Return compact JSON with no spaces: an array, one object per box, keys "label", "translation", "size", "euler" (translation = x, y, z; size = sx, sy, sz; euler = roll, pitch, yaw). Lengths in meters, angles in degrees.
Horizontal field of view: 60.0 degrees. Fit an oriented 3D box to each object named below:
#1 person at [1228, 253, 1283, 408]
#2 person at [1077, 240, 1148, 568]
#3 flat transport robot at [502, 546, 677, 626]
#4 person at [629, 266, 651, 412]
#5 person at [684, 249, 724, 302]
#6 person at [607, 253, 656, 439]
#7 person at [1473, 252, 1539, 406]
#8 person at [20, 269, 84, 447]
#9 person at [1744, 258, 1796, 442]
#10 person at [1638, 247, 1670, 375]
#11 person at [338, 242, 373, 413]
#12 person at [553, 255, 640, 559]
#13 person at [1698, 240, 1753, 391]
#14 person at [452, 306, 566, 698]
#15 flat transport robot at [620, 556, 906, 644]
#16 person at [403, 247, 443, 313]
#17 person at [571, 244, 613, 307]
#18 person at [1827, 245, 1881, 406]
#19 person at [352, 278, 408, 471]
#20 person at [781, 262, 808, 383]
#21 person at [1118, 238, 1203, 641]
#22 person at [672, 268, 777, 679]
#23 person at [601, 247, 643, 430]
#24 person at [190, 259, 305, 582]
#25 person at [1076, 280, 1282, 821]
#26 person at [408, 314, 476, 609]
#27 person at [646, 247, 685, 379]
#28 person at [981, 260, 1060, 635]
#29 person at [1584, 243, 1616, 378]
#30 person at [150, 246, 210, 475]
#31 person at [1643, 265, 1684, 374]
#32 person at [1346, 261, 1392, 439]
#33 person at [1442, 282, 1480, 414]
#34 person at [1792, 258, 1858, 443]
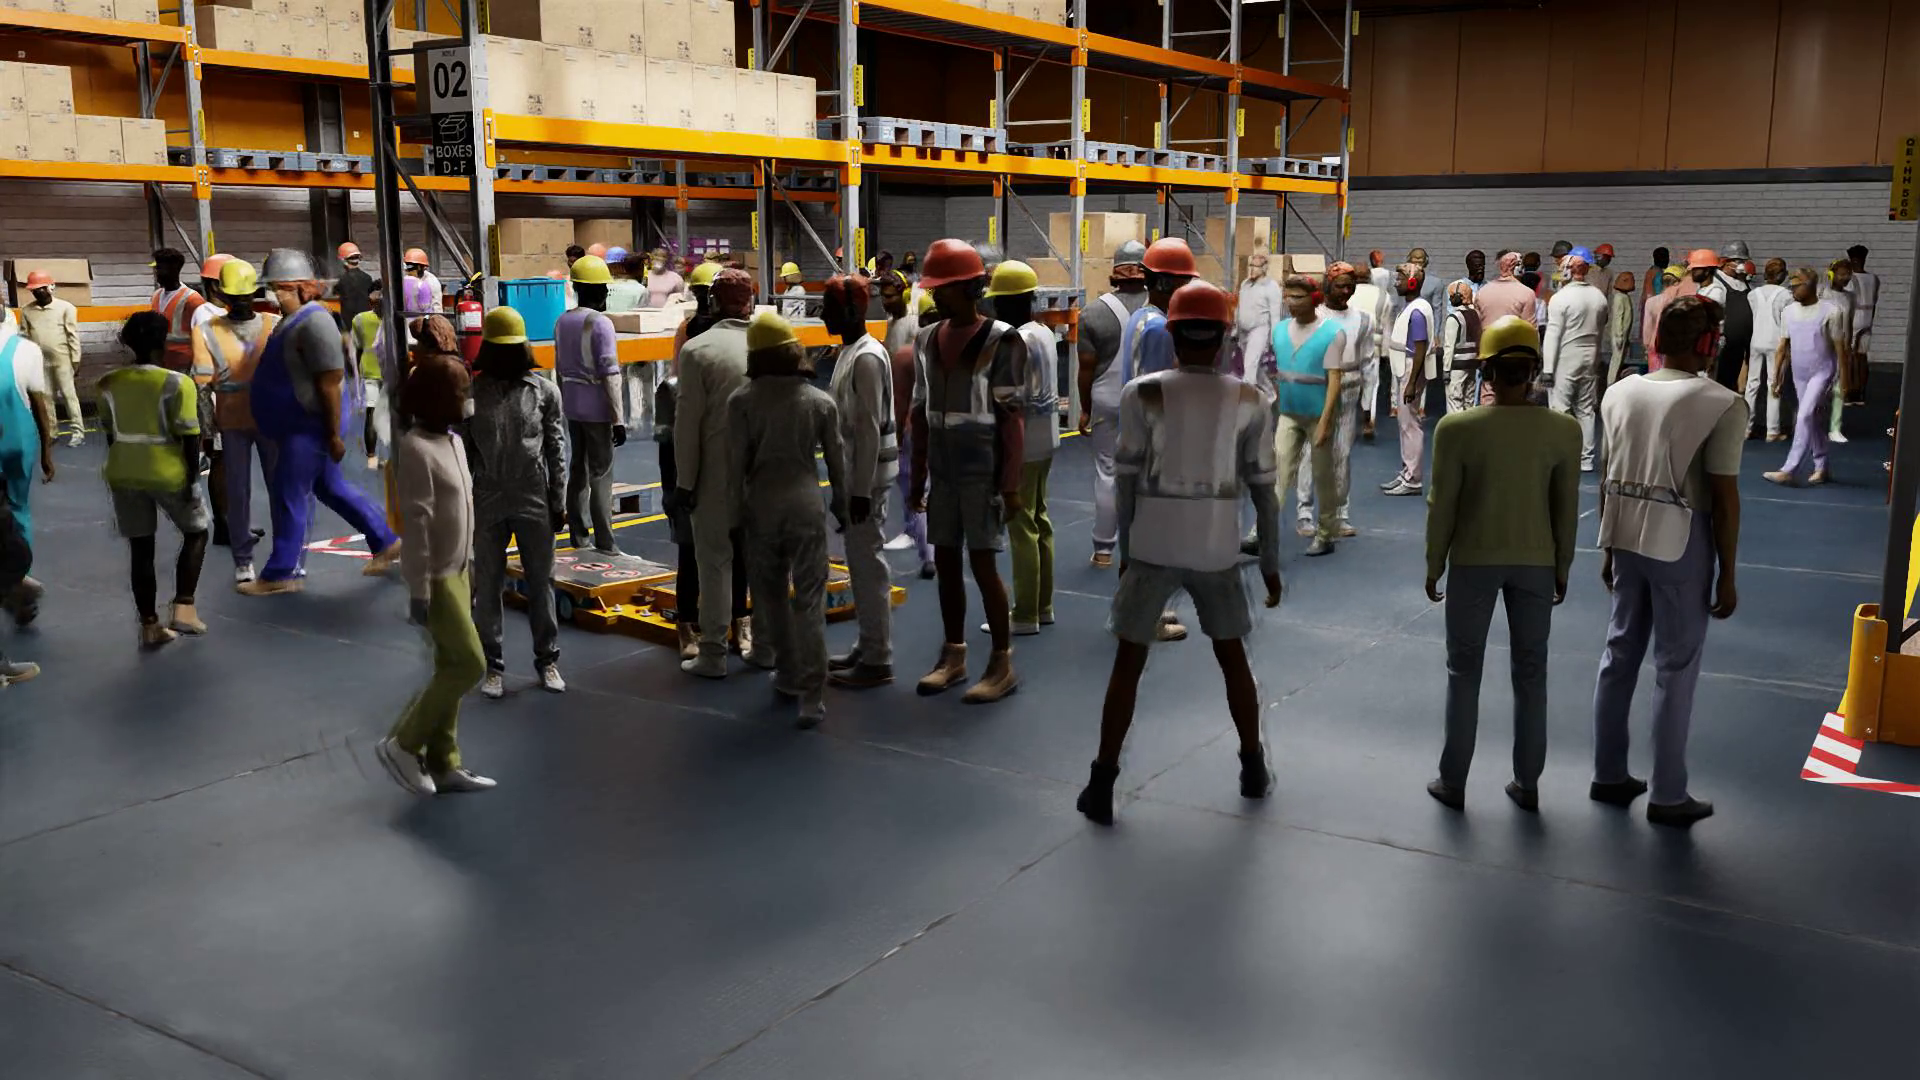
[{"label":"person","translation":[3.461,-2.399,19.381],"size":[0.889,1.876,0.648],"euler":[-5,11,-26]},{"label":"person","translation":[1.051,-0.839,10.280],"size":[0.677,2.000,0.536],"euler":[0,10,2]},{"label":"flat transport robot","translation":[-2.093,0.231,9.257],"size":[0.652,0.197,1.431],"euler":[-10,14,-44]},{"label":"person","translation":[-3.775,-2.388,19.689],"size":[0.294,1.744,0.487],"euler":[-4,11,-23]},{"label":"person","translation":[-2.480,-1.963,16.835],"size":[0.635,1.932,0.362],"euler":[1,10,8]},{"label":"person","translation":[-3.295,-1.974,16.999],"size":[0.610,1.877,0.930],"euler":[6,12,32]},{"label":"person","translation":[5.124,-1.729,15.585],"size":[0.409,1.907,0.651],"euler":[-8,13,-39]},{"label":"person","translation":[-8.923,-1.774,16.305],"size":[0.573,1.737,0.354],"euler":[0,10,-1]},{"label":"person","translation":[8.131,-1.903,16.717],"size":[0.345,1.846,0.506],"euler":[-9,13,-40]},{"label":"person","translation":[10.199,-3.340,24.476],"size":[0.373,1.916,0.596],"euler":[2,10,8]},{"label":"person","translation":[-7.108,-2.493,19.582],"size":[0.392,1.991,0.612],"euler":[2,10,11]},{"label":"person","translation":[-2.279,-0.794,10.342],"size":[0.587,1.928,0.363],"euler":[9,14,42]},{"label":"person","translation":[7.810,-2.039,16.930],"size":[0.681,2.000,0.535],"euler":[-6,12,-30]},{"label":"person","translation":[-1.985,-0.162,7.375],"size":[0.485,1.737,0.321],"euler":[-4,11,-19]},{"label":"flat transport robot","translation":[-1.028,0.301,8.866],"size":[1.431,0.197,0.652],"euler":[-10,14,-44]},{"label":"person","translation":[-6.173,-2.368,19.062],"size":[0.633,1.927,0.356],"euler":[7,13,36]},{"label":"person","translation":[-3.980,-2.265,18.384],"size":[0.622,1.977,1.090],"euler":[-1,10,-4]},{"label":"person","translation":[10.964,-2.625,20.388],"size":[0.609,1.963,0.369],"euler":[-4,11,-23]},{"label":"person","translation":[-5.052,-1.444,14.606],"size":[0.535,1.691,0.318],"euler":[1,10,5]},{"label":"person","translation":[-2.157,-2.706,21.471],"size":[0.313,1.735,0.483],"euler":[-6,12,-31]},{"label":"person","translation":[1.014,-0.507,8.470],"size":[0.409,2.035,0.610],"euler":[0,10,-2]},{"label":"person","translation":[-1.048,-0.307,7.751],"size":[0.653,1.894,0.401],"euler":[-9,14,-41]},{"label":"person","translation":[-3.621,-2.146,17.777],"size":[0.602,1.949,0.392],"euler":[7,12,32]},{"label":"person","translation":[-4.211,-0.700,9.879],"size":[0.591,1.912,0.398],"euler":[-7,12,-33]},{"label":"person","translation":[0.820,0.037,5.907],"size":[0.771,1.884,0.553],"euler":[-1,10,-4]},{"label":"person","translation":[-2.776,-0.397,8.971],"size":[0.314,1.632,0.524],"euler":[2,10,10]},{"label":"person","translation":[-3.700,-2.622,20.457],"size":[0.637,1.935,0.386],"euler":[0,10,-2]},{"label":"person","translation":[0.308,-0.468,8.570],"size":[0.396,1.920,0.586],"euler":[3,11,18]},{"label":"person","translation":[9.277,-3.354,24.400],"size":[0.651,1.973,0.534],"euler":[-5,11,-24]},{"label":"person","translation":[-6.720,-1.524,14.277],"size":[0.603,1.967,0.367],"euler":[5,11,25]},{"label":"person","translation":[7.464,-2.006,17.531],"size":[0.330,1.760,0.522],"euler":[-10,14,-43]},{"label":"person","translation":[3.991,-1.878,16.663],"size":[0.632,1.820,0.560],"euler":[1,10,7]},{"label":"person","translation":[4.693,-1.596,15.616],"size":[0.514,1.634,0.313],"euler":[-10,14,-43]},{"label":"person","translation":[8.802,-1.927,16.861],"size":[0.540,1.842,0.740],"euler":[-1,10,-3]}]
